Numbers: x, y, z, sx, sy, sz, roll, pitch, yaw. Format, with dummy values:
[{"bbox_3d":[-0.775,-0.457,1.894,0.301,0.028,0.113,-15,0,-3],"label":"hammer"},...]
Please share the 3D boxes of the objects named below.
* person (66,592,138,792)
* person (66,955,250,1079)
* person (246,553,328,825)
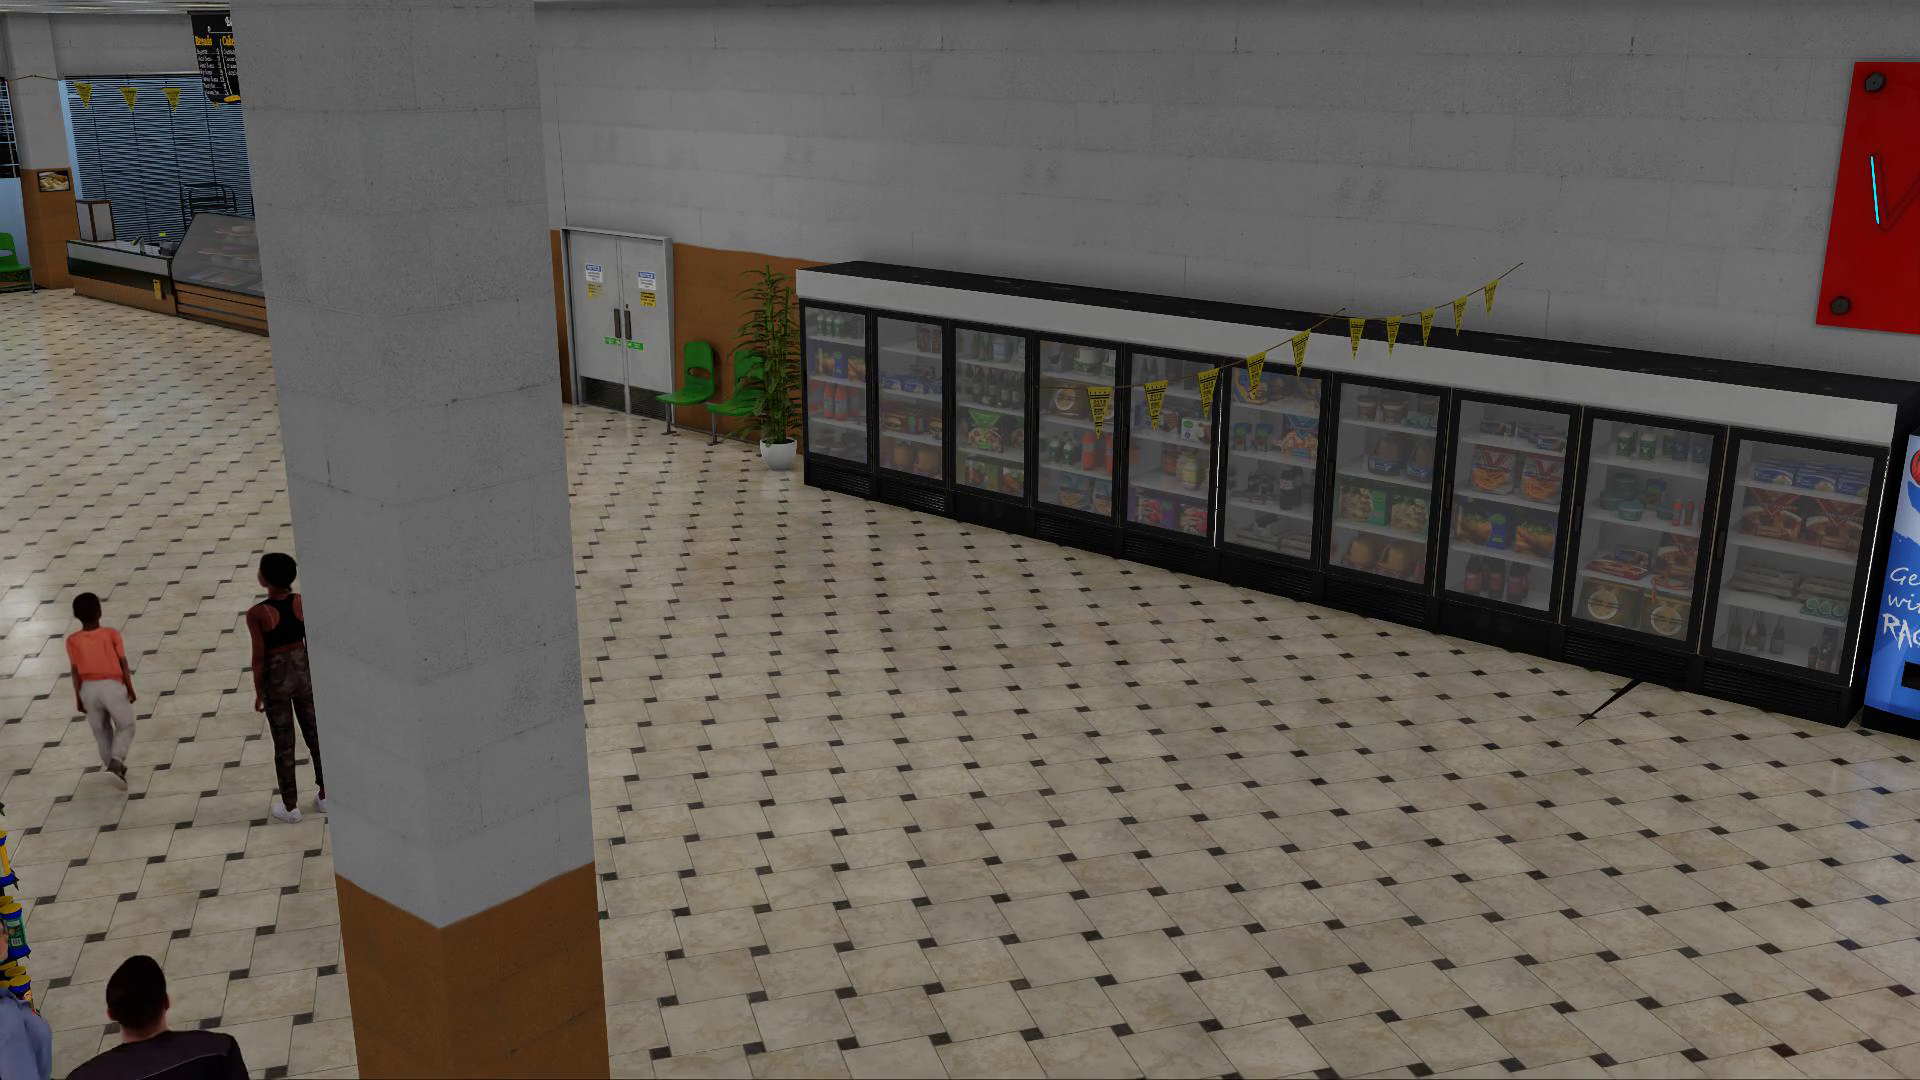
[{"bbox_3d":[-5.376,0.968,10.433,0.757,1.302,0.780,-4,17,-13],"label":"person"},{"bbox_3d":[-2.512,2.240,5.371,1.263,1.810,1.160,-5,18,-17],"label":"person"},{"bbox_3d":[-4.049,0.878,10.046,0.505,1.698,0.658,-15,22,-40],"label":"person"}]
